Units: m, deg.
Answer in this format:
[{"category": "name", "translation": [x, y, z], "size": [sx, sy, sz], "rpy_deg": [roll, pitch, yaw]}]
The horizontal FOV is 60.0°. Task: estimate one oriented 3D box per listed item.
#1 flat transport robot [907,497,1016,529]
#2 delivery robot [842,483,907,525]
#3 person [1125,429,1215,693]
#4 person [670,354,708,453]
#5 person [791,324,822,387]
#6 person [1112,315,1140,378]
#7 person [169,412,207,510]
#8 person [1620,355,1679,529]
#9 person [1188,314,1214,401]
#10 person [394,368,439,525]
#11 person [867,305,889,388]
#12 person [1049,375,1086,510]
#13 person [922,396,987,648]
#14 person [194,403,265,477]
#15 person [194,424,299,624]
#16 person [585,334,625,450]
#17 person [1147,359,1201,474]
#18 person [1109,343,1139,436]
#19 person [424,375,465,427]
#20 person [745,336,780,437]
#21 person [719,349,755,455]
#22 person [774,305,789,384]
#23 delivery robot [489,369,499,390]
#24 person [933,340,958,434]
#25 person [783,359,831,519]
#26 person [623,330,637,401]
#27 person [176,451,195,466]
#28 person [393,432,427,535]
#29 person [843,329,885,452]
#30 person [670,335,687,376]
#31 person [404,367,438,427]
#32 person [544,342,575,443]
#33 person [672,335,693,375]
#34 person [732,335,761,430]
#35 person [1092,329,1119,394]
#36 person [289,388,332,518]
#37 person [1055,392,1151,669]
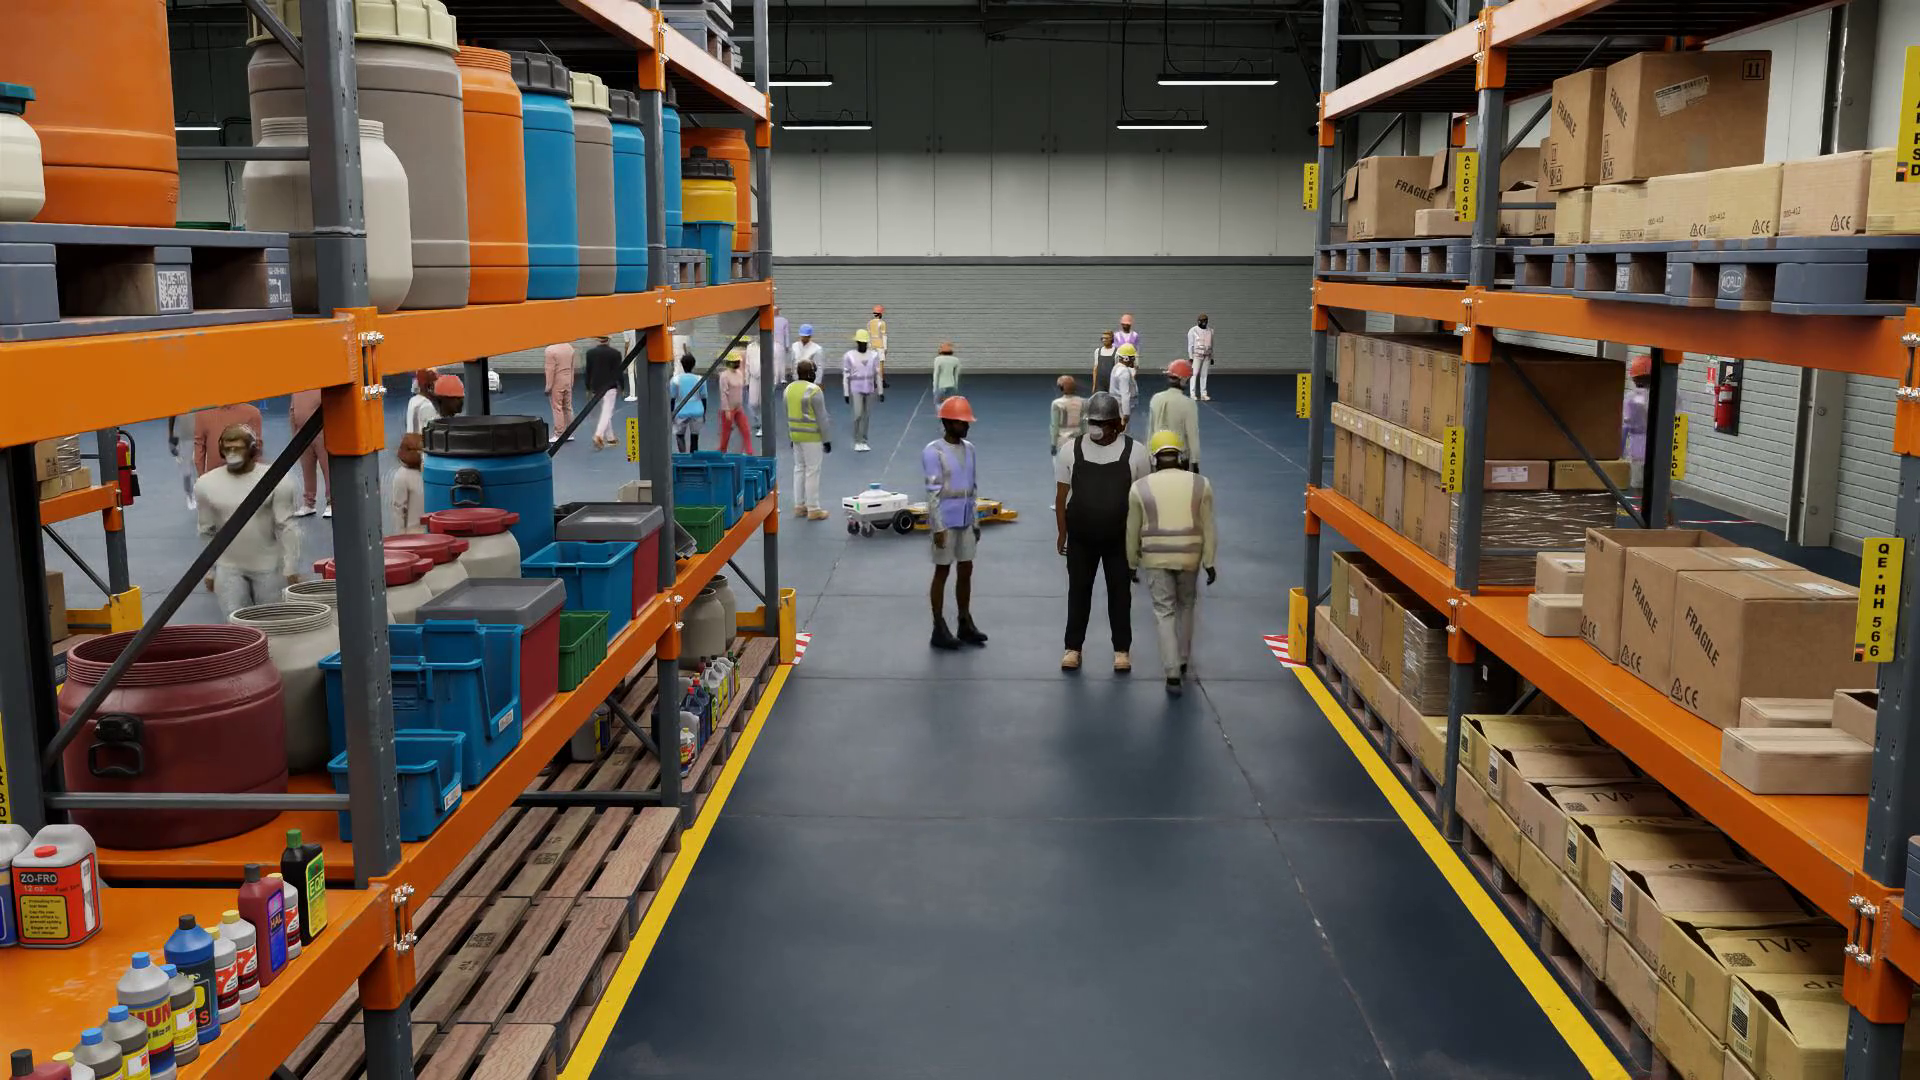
[{"category": "flat transport robot", "translation": [-0.115, -0.310, 18.921], "size": [1.431, 0.197, 0.652], "rpy_deg": [-7, 12, -37]}, {"category": "delivery robot", "translation": [-0.931, -0.376, 18.186], "size": [0.707, 0.478, 0.477], "rpy_deg": [-7, 12, -37]}, {"category": "person", "translation": [1.450, 0.122, 11.656], "size": [0.603, 1.787, 0.850], "rpy_deg": [-1, 9, -4]}, {"category": "person", "translation": [-3.788, -1.765, 23.269], "size": [0.542, 1.680, 0.363], "rpy_deg": [-2, 10, -12]}, {"category": "person", "translation": [-2.627, -2.717, 28.293], "size": [0.629, 1.913, 0.528], "rpy_deg": [4, 10, 23]}, {"category": "person", "translation": [3.372, -3.630, 33.854], "size": [0.561, 1.887, 1.019], "rpy_deg": [0, 9, 0]}, {"category": "person", "translation": [-8.902, -1.183, 19.329], "size": [0.517, 1.851, 0.725], "rpy_deg": [-4, 10, -25]}, {"category": "person", "translation": [7.056, -0.891, 17.094], "size": [0.685, 2.005, 0.468], "rpy_deg": [-2, 10, -9]}, {"category": "person", "translation": [5.180, -3.909, 35.658], "size": [0.622, 1.845, 0.430], "rpy_deg": [-4, 10, -23]}, {"category": "person", "translation": [-5.545, -0.843, 17.195], "size": [0.473, 1.870, 0.611], "rpy_deg": [-6, 11, -30]}, {"category": "person", "translation": [-1.939, -4.578, 39.377], "size": [0.542, 1.938, 0.357], "rpy_deg": [6, 11, 33]}, {"category": "person", "translation": [1.305, -1.141, 19.717], "size": [0.530, 1.623, 0.510], "rpy_deg": [-7, 12, -37]}, {"category": "person", "translation": [-0.035, -0.144, 12.833], "size": [0.384, 1.936, 0.547], "rpy_deg": [9, 13, 43]}, {"category": "person", "translation": [-6.819, -0.628, 15.537], "size": [0.612, 1.997, 0.375], "rpy_deg": [-2, 10, -12]}, {"category": "person", "translation": [-4.713, 0.162, 11.090], "size": [0.634, 1.912, 0.868], "rpy_deg": [-2, 10, -9]}, {"category": "person", "translation": [-5.668, -2.429, 26.459], "size": [0.638, 1.965, 0.970], "rpy_deg": [3, 10, 15]}, {"category": "person", "translation": [2.195, -0.847, 16.898], "size": [0.441, 1.974, 0.654], "rpy_deg": [-8, 12, -39]}, {"category": "person", "translation": [2.302, -1.850, 23.390], "size": [0.404, 1.825, 0.598], "rpy_deg": [-1, 10, -7]}, {"category": "person", "translation": [-4.433, -0.436, 14.422], "size": [1.042, 1.992, 0.629], "rpy_deg": [2, 10, 11]}, {"category": "person", "translation": [-3.371, -2.727, 28.445], "size": [0.645, 1.889, 0.576], "rpy_deg": [4, 10, 24]}, {"category": "person", "translation": [-3.110, -1.828, 23.507], "size": [0.821, 1.724, 0.535], "rpy_deg": [5, 11, 30]}, {"category": "person", "translation": [-4.515, -4.788, 40.743], "size": [0.671, 1.904, 0.399], "rpy_deg": [-1, 10, -5]}, {"category": "delivery robot", "translation": [-10.641, -3.644, 37.759], "size": [0.477, 0.478, 0.707], "rpy_deg": [-2, 10, -14]}, {"category": "person", "translation": [-0.263, -2.622, 28.611], "size": [0.519, 1.617, 0.345], "rpy_deg": [-6, 11, -32]}, {"category": "person", "translation": [-1.760, -1.166, 19.243], "size": [0.429, 1.842, 0.630], "rpy_deg": [-9, 13, -42]}, {"category": "person", "translation": [-7.014, -3.918, 35.623], "size": [0.324, 1.871, 0.526], "rpy_deg": [7, 12, 37]}, {"category": "person", "translation": [-11.003, -2.007, 24.429], "size": [0.970, 1.801, 0.621], "rpy_deg": [-3, 10, -19]}, {"category": "person", "translation": [-4.414, -0.071, 13.355], "size": [0.692, 1.610, 0.502], "rpy_deg": [2, 10, 10]}, {"category": "person", "translation": [-1.477, -2.327, 25.982], "size": [0.604, 1.906, 0.667], "rpy_deg": [-5, 11, -25]}, {"category": "person", "translation": [-5.971, -3.826, 35.121], "size": [0.377, 1.854, 0.540], "rpy_deg": [-7, 12, -34]}, {"category": "person", "translation": [-9.527, -2.959, 29.821], "size": [0.944, 1.905, 0.556], "rpy_deg": [3, 10, 18]}, {"category": "person", "translation": [-6.615, -2.555, 27.354], "size": [0.402, 1.906, 0.652], "rpy_deg": [5, 11, 25]}, {"category": "person", "translation": [-6.490, -4.319, 38.773], "size": [0.539, 1.622, 0.549], "rpy_deg": [1, 9, 4]}, {"category": "person", "translation": [-3.871, -2.818, 29.470], "size": [0.534, 1.724, 0.890], "rpy_deg": [9, 13, 43]}, {"category": "person", "translation": [2.445, -2.569, 27.613], "size": [0.513, 1.845, 0.335], "rpy_deg": [5, 11, 26]}, {"category": "person", "translation": [-7.505, -1.217, 19.331], "size": [0.637, 1.911, 0.403], "rpy_deg": [2, 10, 13]}, {"category": "person", "translation": [1.026, -0.047, 12.055], "size": [0.688, 2.000, 0.536], "rpy_deg": [1, 10, 8]}]
